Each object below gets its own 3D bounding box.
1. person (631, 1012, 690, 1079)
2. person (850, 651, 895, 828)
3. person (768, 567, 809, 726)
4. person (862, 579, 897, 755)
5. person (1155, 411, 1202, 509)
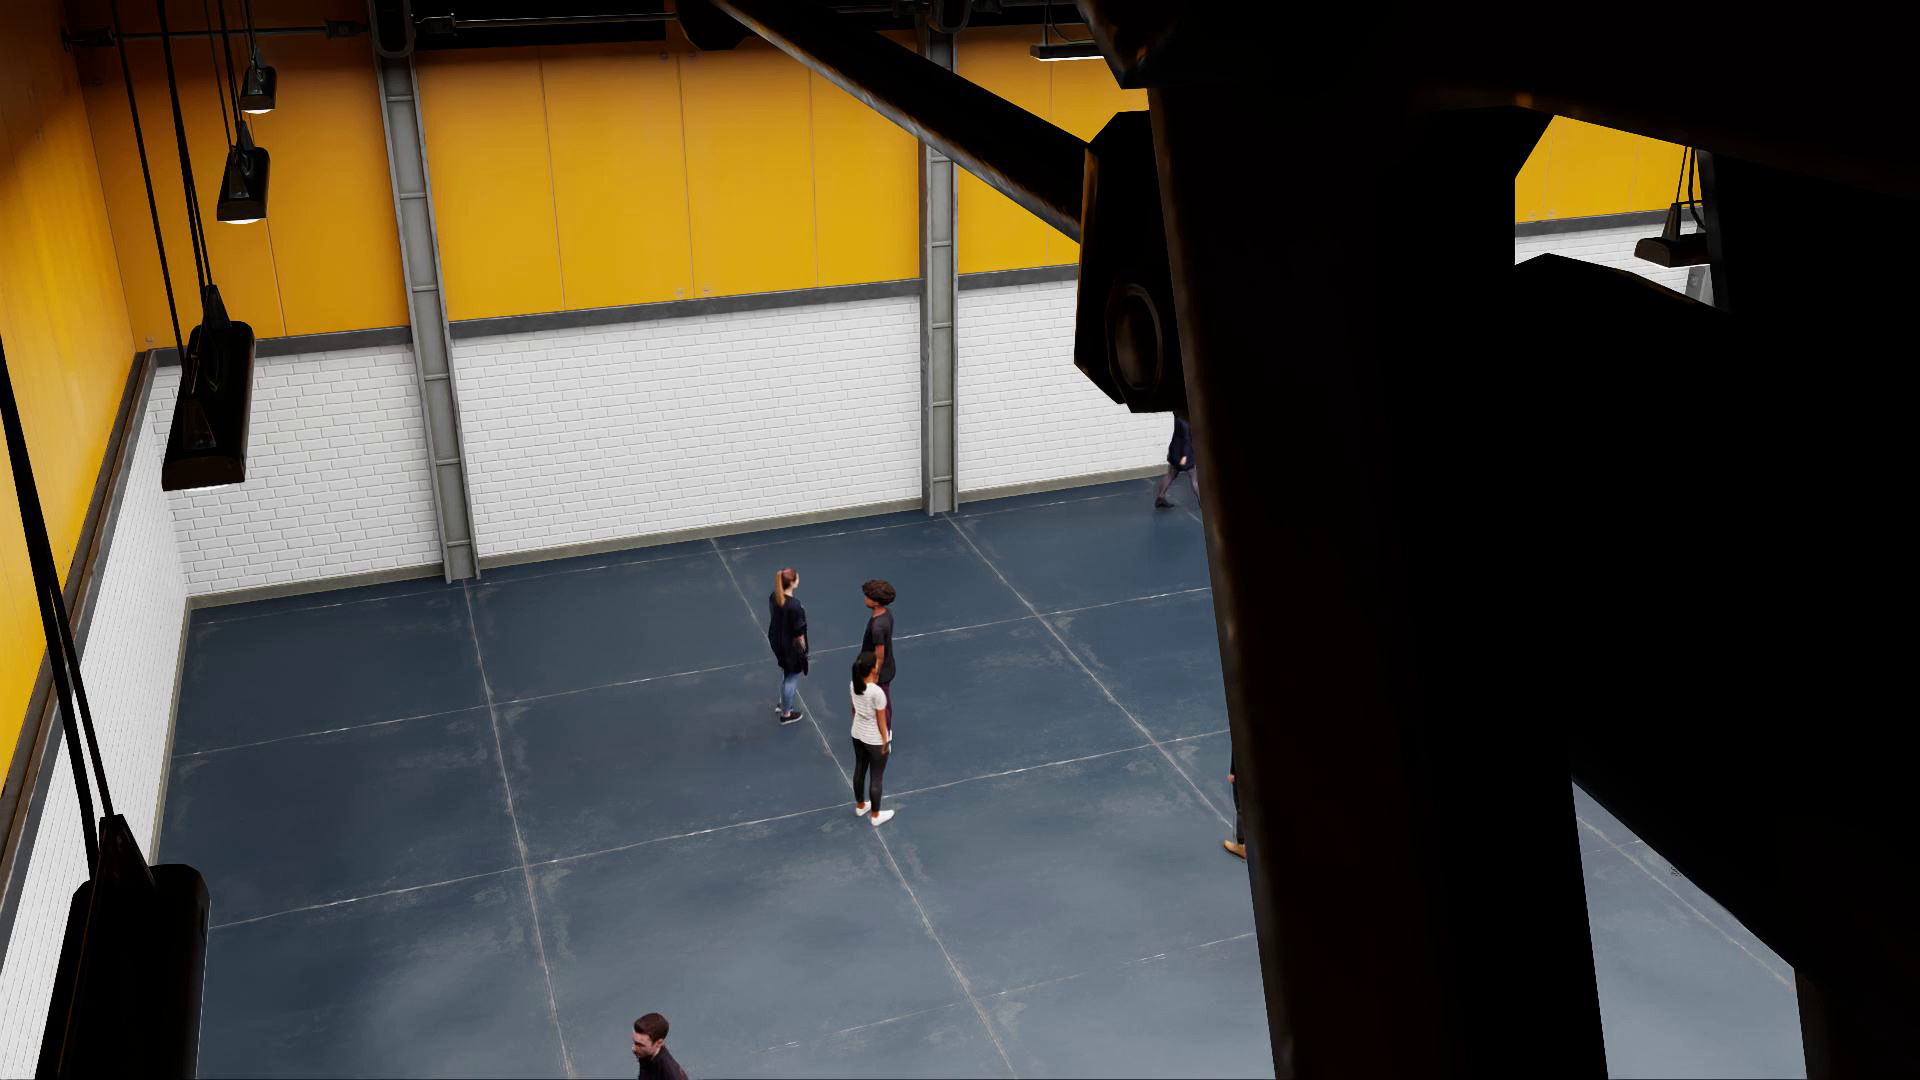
[{"bbox_3d":[-1.709,3.612,10.055,0.866,1.898,0.812,-18,30,-36],"label":"person"},{"bbox_3d":[-0.803,1.736,14.666,0.640,1.643,0.635,-22,32,-40],"label":"person"},{"bbox_3d":[-1.739,1.060,16.176,0.781,1.670,0.749,-20,30,-38],"label":"person"},{"bbox_3d":[-0.763,1.182,15.756,0.695,1.783,0.694,0,24,1],"label":"person"},{"bbox_3d":[2.779,-1.125,21.227,1.115,1.629,0.823,-3,24,-6],"label":"person"}]
